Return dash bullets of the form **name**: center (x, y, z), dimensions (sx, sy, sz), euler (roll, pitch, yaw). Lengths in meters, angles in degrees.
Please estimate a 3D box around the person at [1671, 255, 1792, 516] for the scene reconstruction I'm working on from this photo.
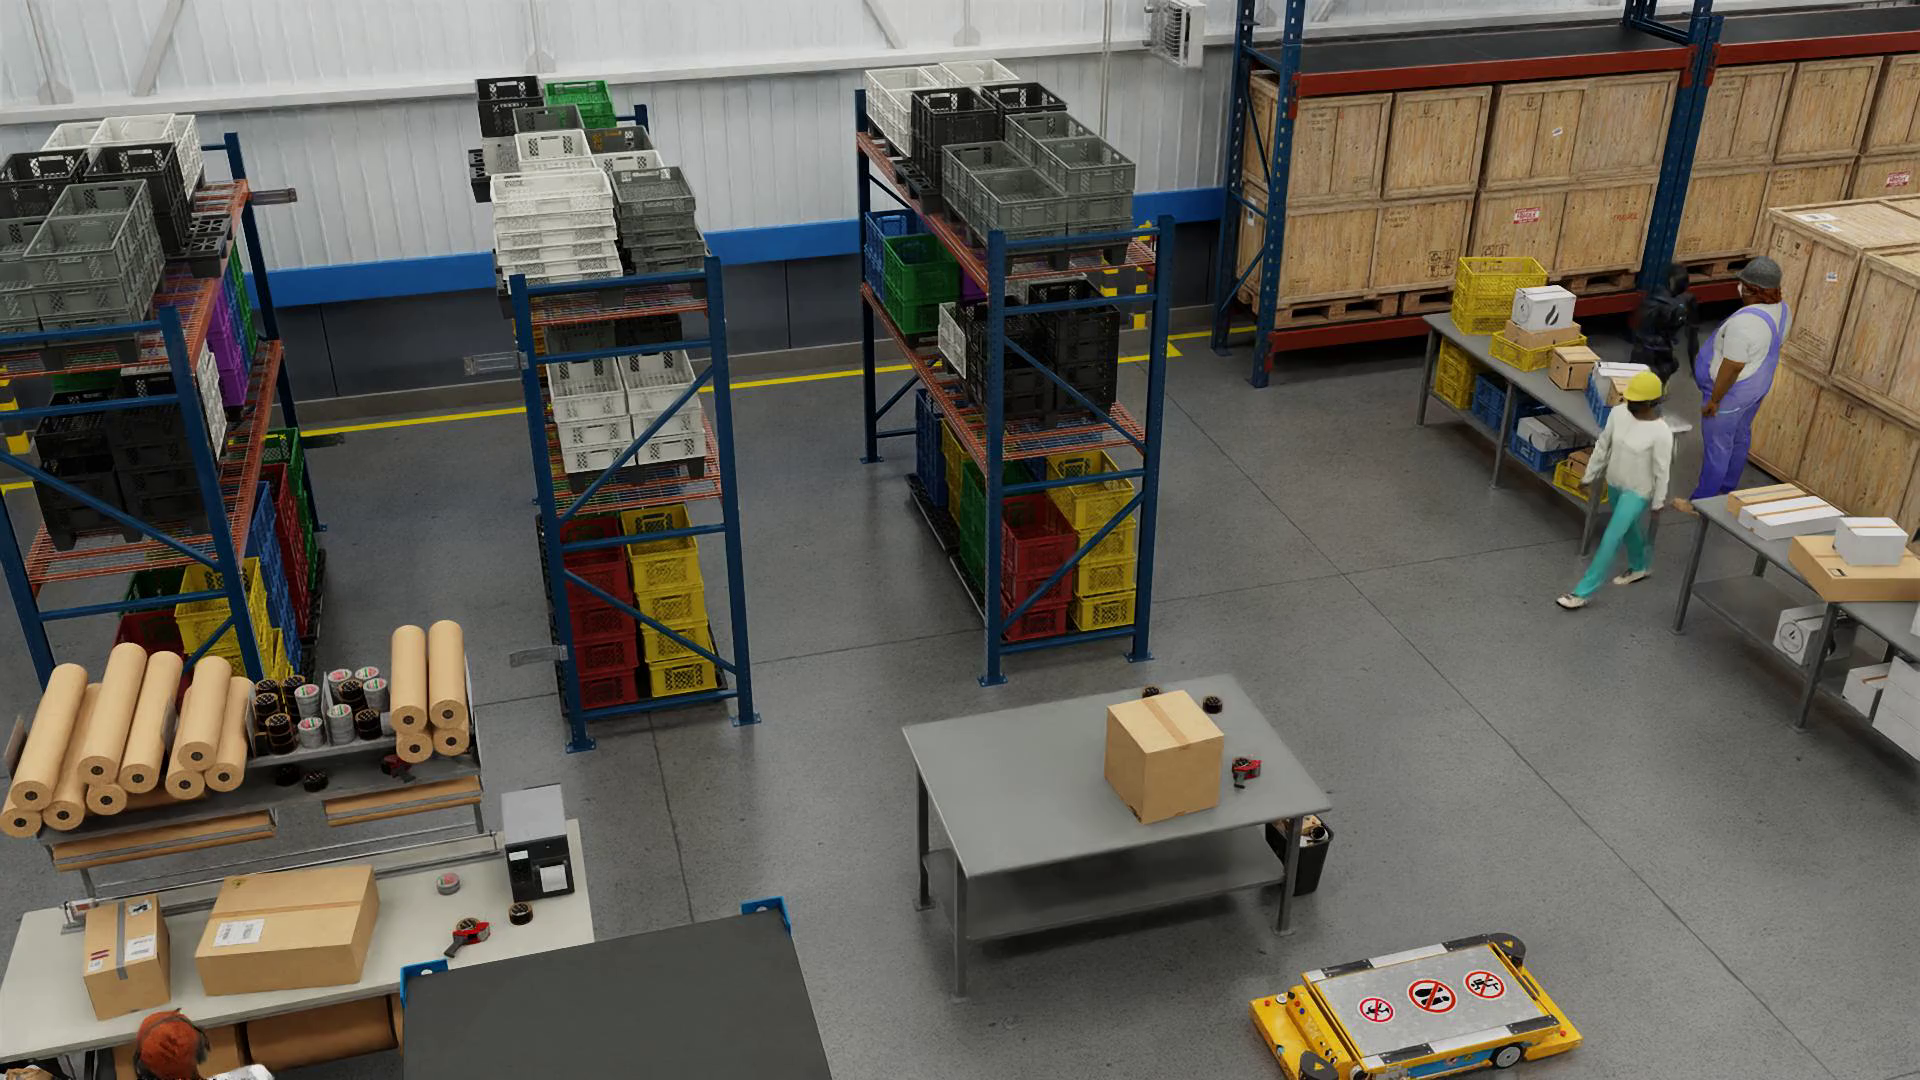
- **person**: center (5.749, -1.155, 12.426), dimensions (0.681, 2.000, 0.538), euler (-22, 35, -34)

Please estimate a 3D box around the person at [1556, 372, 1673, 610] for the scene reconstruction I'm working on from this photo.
- **person**: center (4.513, -0.360, 11.319), dimensions (0.946, 1.708, 0.533), euler (-12, 31, -20)

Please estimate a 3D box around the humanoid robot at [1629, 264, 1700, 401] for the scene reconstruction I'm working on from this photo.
- **humanoid robot**: center (5.605, -1.405, 13.266), dimensions (0.552, 1.640, 0.498), euler (-16, 33, -26)

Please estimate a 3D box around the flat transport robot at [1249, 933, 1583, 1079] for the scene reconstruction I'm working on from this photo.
- **flat transport robot**: center (2.184, 2.282, 7.980), dimensions (1.431, 0.197, 0.652), euler (-8, 30, -14)

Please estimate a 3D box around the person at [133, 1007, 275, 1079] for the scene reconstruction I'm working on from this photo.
- **person**: center (-2.678, 2.445, 6.039), dimensions (0.581, 1.880, 0.375), euler (-21, 35, -33)

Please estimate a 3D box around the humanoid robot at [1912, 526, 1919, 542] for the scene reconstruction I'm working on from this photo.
- **humanoid robot**: center (6.487, -0.035, 10.752), dimensions (0.331, 1.653, 0.599), euler (-11, 31, -19)
